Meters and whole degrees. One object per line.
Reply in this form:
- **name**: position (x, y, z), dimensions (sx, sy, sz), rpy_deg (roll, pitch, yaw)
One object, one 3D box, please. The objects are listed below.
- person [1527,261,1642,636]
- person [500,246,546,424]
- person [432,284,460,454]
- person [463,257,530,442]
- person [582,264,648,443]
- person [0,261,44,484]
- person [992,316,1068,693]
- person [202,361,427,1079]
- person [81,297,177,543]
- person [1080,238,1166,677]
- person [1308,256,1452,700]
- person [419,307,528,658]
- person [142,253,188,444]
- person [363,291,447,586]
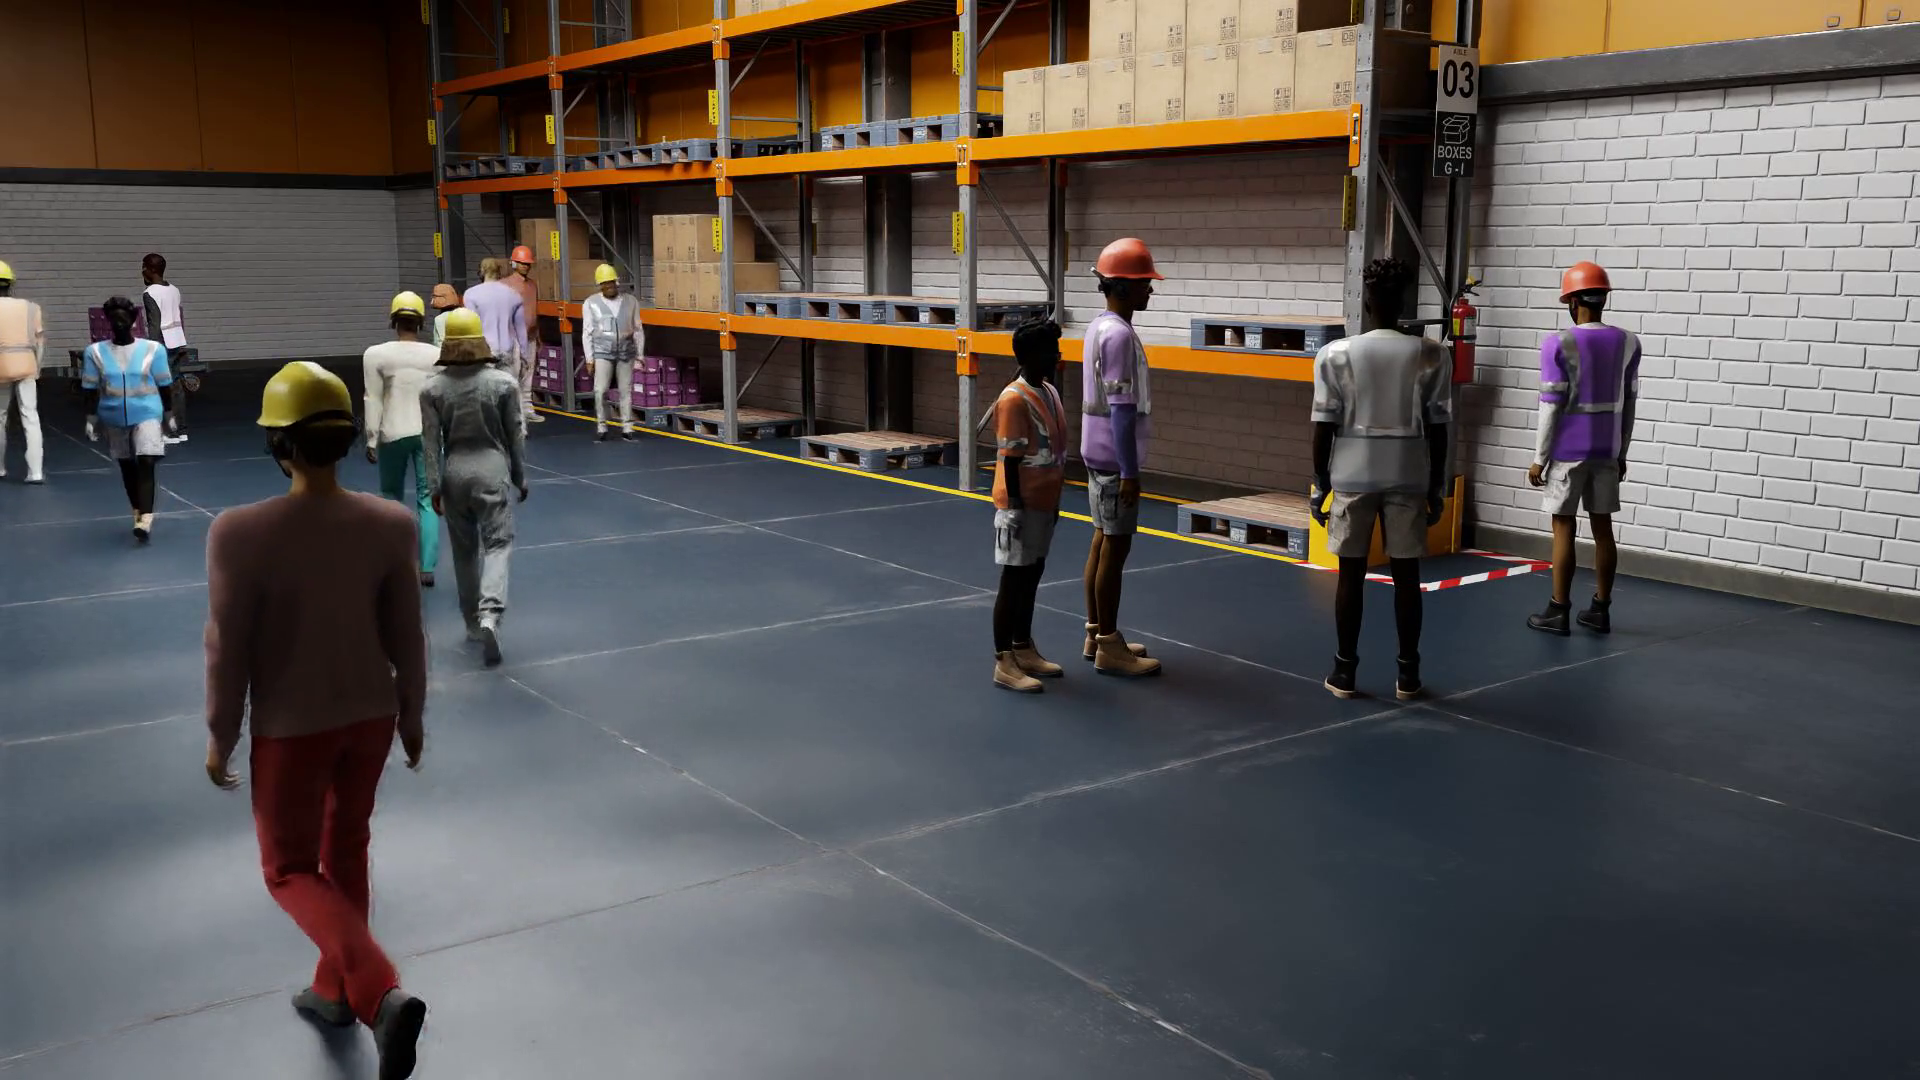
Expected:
- **person**: position (3.202, -0.463, 8.599), dimensions (0.543, 1.928, 0.372), rpy_deg (-2, 10, -11)
- **person**: position (-4.906, -2.295, 18.679), dimensions (0.392, 1.990, 0.614), rpy_deg (5, 11, 24)
- **person**: position (-4.937, -1.648, 16.052), dimensions (0.280, 1.636, 0.504), rpy_deg (1, 10, 3)
- **person**: position (-4.623, -1.868, 16.635), dimensions (0.569, 1.887, 0.799), rpy_deg (9, 14, 42)
- **person**: position (-3.503, -1.878, 16.893), dimensions (0.644, 1.810, 0.406), rpy_deg (-4, 11, -22)
- **person**: position (-8.065, -1.415, 14.099), dimensions (1.006, 1.869, 0.589), rpy_deg (10, 14, 44)
- **person**: position (0.322, -0.168, 7.584), dimensions (0.318, 1.697, 0.540), rpy_deg (4, 11, 22)
- **person**: position (-1.519, 0.440, 4.046), dimensions (0.726, 1.745, 0.527), rpy_deg (8, 13, 38)
- **person**: position (-5.629, -0.803, 11.244), dimensions (0.551, 1.649, 0.876), rpy_deg (-3, 10, -15)
- **person**: position (0.762, -0.385, 7.843), dimensions (0.377, 2.044, 0.607), rpy_deg (-1, 10, -5)
- **person**: position (1.851, -0.263, 7.371), dimensions (0.608, 1.966, 0.370), rpy_deg (2, 10, 9)
- **person**: position (-2.410, -0.292, 8.246), dimensions (0.484, 1.711, 0.802), rpy_deg (-1, 10, -7)
- **person**: position (-8.069, -1.933, 16.859), dimensions (0.392, 1.919, 0.591), rpy_deg (-1, 10, -4)
- **person**: position (-3.290, -0.612, 9.961), dimensions (0.537, 1.725, 0.737), rpy_deg (-5, 11, -25)
